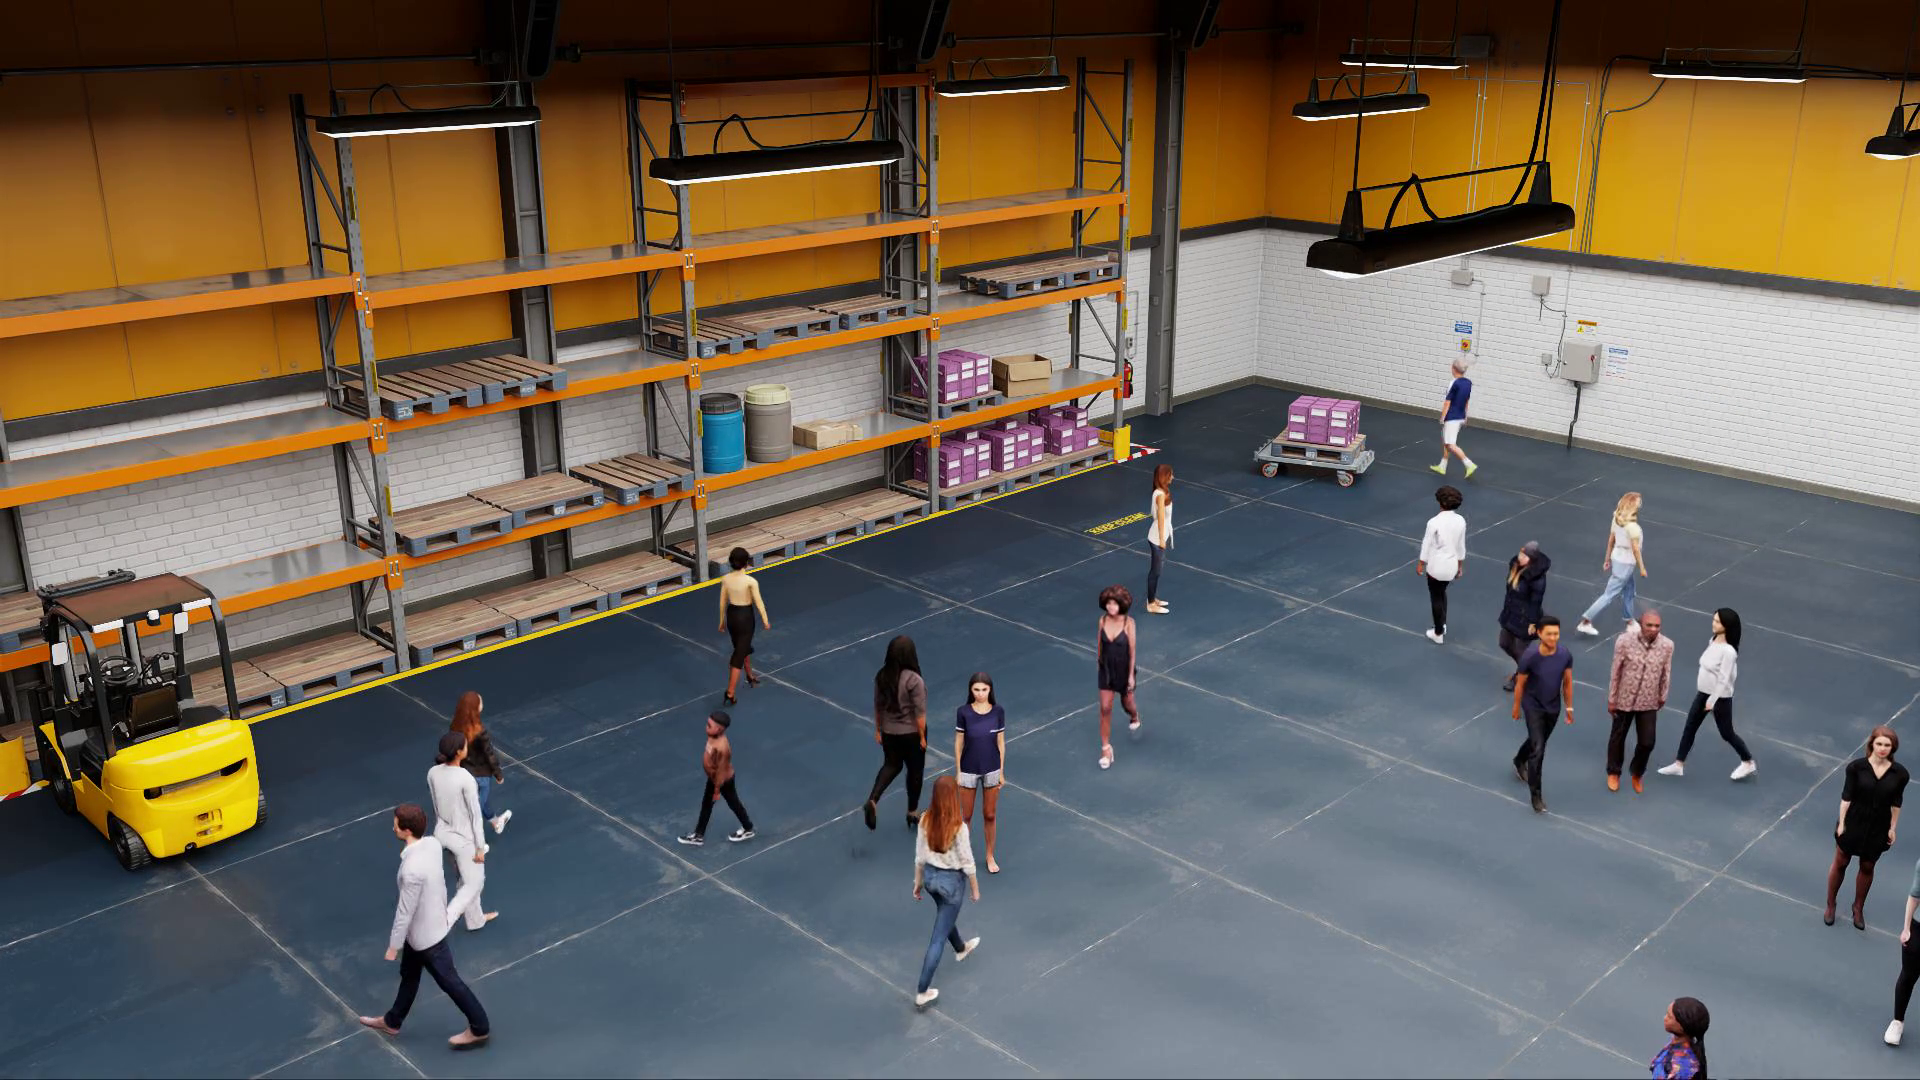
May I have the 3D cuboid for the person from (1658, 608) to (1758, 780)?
[{"bbox_3d":[7.038,1.450,15.279,1.175,1.664,1.075,-1,19,-4],"label":"person"}]

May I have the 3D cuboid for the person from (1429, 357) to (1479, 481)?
[{"bbox_3d":[7.375,-1.770,24.609,1.005,1.813,0.690,-18,25,-42],"label":"person"}]

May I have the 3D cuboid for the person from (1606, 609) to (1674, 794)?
[{"bbox_3d":[6.152,1.419,15.176,0.785,1.790,0.803,6,20,18],"label":"person"}]

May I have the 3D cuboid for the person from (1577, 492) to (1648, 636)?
[{"bbox_3d":[7.338,0.314,18.614,1.189,1.688,1.081,-2,19,-6],"label":"person"}]

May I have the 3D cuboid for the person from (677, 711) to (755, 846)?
[{"bbox_3d":[-1.977,2.047,14.203,0.961,1.219,0.756,-7,20,-20],"label":"person"}]

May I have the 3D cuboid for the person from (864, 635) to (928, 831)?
[{"bbox_3d":[-0.539,1.714,14.248,0.782,1.823,0.998,11,22,30],"label":"person"}]

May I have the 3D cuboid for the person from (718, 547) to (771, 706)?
[{"bbox_3d":[-2.289,0.919,16.928,0.746,1.618,0.967,11,21,28],"label":"person"}]

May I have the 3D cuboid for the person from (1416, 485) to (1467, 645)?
[{"bbox_3d":[5.403,0.300,18.486,0.705,1.797,0.801,-6,20,-18],"label":"person"}]

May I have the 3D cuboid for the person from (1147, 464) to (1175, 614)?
[{"bbox_3d":[2.319,-0.026,19.474,0.724,1.783,0.633,3,19,10],"label":"person"}]

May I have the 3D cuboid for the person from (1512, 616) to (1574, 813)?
[{"bbox_3d":[5.224,1.494,15.010,1.170,1.754,1.150,-2,19,-7],"label":"person"}]

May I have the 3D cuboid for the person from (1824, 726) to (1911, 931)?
[{"bbox_3d":[7.032,2.221,12.923,0.658,1.706,0.643,6,20,18],"label":"person"}]

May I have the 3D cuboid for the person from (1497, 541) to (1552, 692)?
[{"bbox_3d":[5.907,0.782,17.266,0.825,1.662,0.794,-6,19,-17],"label":"person"}]

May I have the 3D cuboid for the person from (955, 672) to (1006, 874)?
[{"bbox_3d":[0.164,1.912,13.748,0.635,1.767,0.712,-2,19,-6],"label":"person"}]

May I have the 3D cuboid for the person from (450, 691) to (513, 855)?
[{"bbox_3d":[-4.126,1.997,13.984,0.698,1.454,0.933,10,21,28],"label":"person"}]

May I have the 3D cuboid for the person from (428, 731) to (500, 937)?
[{"bbox_3d":[-3.866,2.309,12.652,0.797,1.713,1.067,10,21,28],"label":"person"}]

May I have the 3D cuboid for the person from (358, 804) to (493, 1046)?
[{"bbox_3d":[-3.568,2.685,11.396,1.261,1.803,1.149,-2,19,-5],"label":"person"}]

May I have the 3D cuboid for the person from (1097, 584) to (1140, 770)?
[{"bbox_3d":[1.514,1.249,15.719,0.825,1.765,1.092,8,20,21],"label":"person"}]

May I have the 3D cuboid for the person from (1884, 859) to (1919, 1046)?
[{"bbox_3d":[6.692,2.714,11.408,0.606,1.740,0.588,12,22,31],"label":"person"}]

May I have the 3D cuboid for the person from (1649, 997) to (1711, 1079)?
[{"bbox_3d":[4.118,3.381,9.438,0.788,1.732,0.733,6,20,18],"label":"person"}]

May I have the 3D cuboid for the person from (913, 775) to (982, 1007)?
[{"bbox_3d":[-0.159,2.546,12.001,0.728,1.679,1.181,13,23,34],"label":"person"}]
